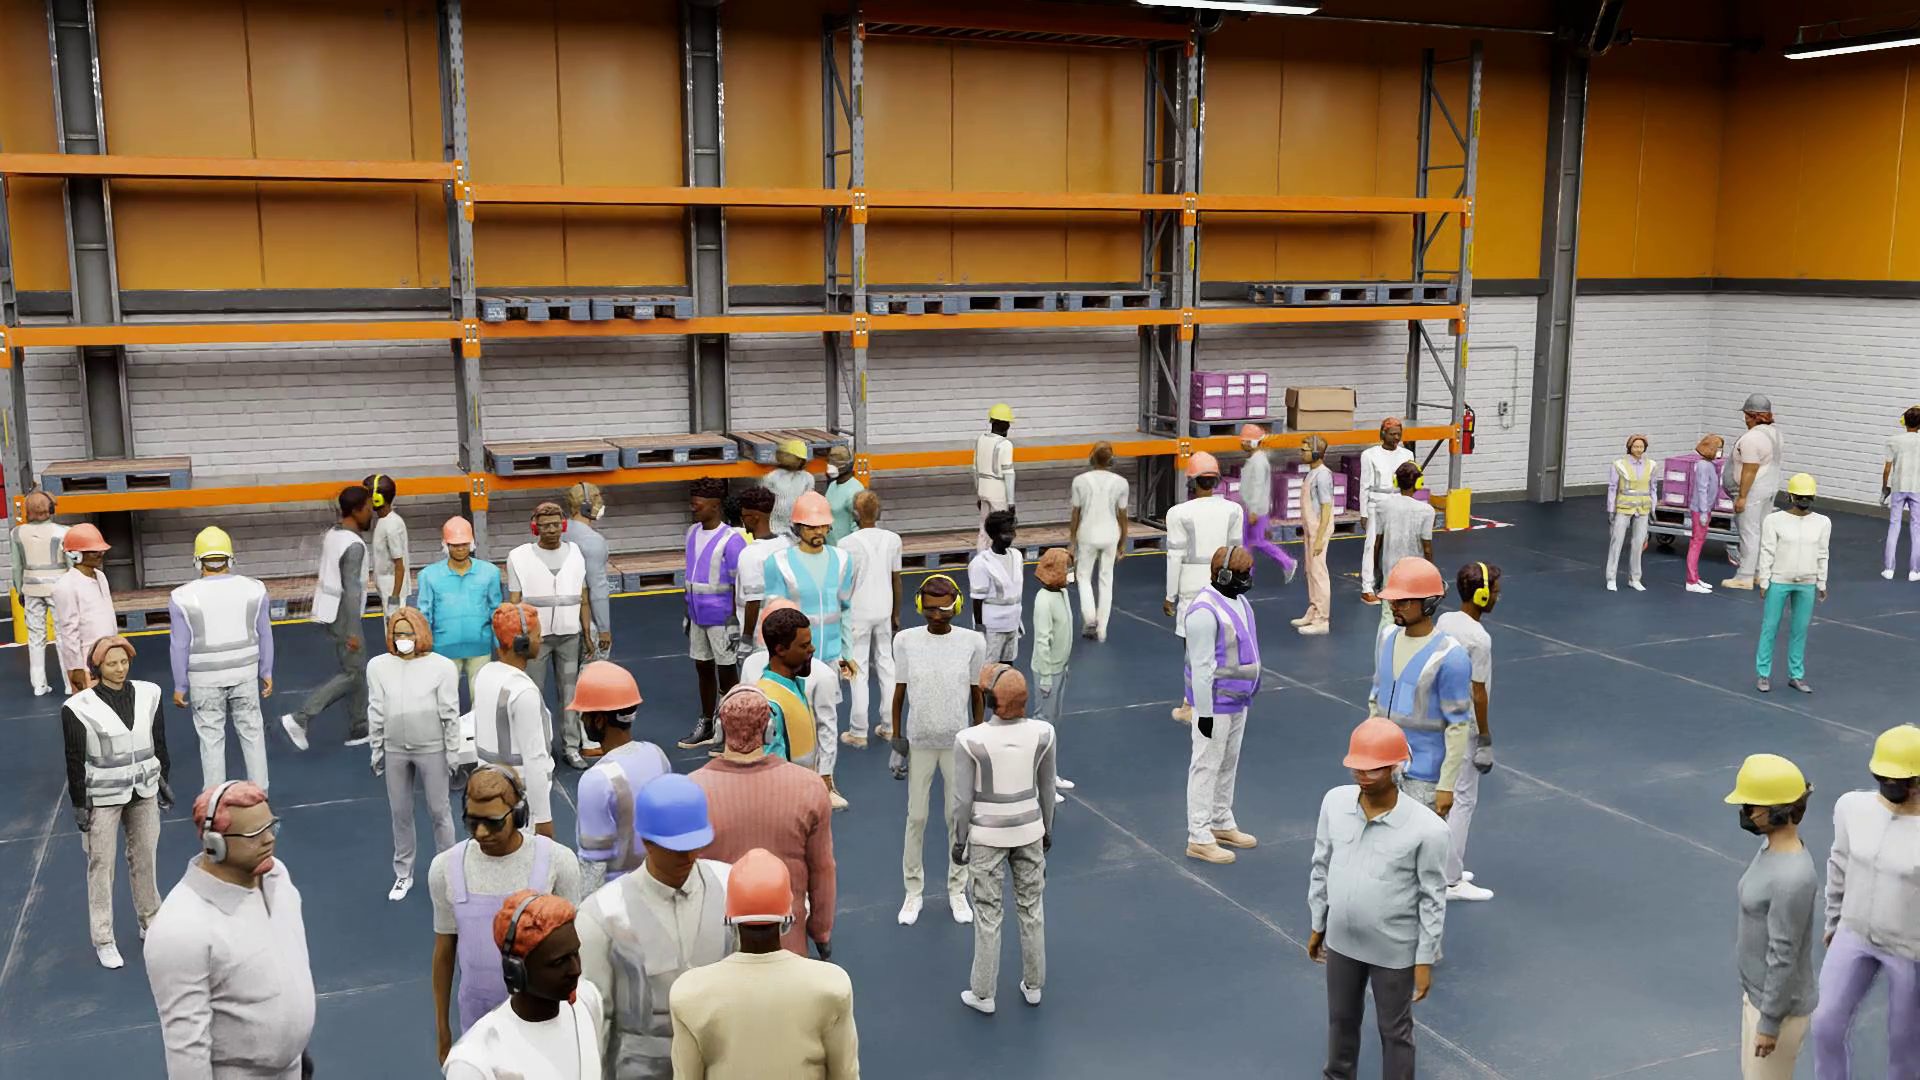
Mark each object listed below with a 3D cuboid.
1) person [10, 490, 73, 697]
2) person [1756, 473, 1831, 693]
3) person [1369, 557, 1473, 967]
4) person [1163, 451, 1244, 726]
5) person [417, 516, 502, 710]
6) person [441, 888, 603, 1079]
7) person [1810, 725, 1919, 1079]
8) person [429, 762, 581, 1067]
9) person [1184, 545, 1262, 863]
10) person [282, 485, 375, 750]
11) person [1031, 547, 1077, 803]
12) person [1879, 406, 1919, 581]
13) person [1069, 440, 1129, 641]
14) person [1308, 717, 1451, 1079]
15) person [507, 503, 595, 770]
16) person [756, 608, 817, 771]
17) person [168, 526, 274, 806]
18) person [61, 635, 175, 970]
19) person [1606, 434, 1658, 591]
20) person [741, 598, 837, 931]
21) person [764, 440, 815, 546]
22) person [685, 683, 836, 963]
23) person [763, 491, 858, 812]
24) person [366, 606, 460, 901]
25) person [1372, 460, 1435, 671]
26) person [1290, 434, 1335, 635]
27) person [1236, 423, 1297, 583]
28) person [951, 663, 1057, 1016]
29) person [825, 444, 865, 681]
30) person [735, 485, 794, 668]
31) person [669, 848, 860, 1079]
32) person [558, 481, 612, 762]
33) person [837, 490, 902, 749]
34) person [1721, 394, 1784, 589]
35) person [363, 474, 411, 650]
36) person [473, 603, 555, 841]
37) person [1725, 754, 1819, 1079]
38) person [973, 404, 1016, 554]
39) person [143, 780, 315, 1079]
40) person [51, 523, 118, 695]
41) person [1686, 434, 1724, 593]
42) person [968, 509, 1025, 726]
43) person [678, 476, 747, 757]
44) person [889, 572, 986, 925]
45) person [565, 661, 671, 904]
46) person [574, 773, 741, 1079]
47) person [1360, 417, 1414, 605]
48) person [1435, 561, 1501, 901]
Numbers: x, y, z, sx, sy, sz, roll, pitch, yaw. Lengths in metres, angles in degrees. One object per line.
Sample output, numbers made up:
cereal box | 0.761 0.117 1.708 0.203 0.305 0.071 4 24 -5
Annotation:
person | -7.179 0.426 13.100 0.517 1.643 0.314 0 10 -1
person | 6.627 0.343 13.229 0.523 1.769 0.313 1 10 6
person | 2.187 1.089 8.129 0.372 2.042 0.615 -5 11 -26
person | 1.787 0.360 12.331 0.609 2.043 0.397 -3 10 -15
person | -3.336 0.706 11.162 0.573 1.753 0.334 -4 11 -23
person | -1.091 1.824 4.361 0.359 1.883 0.573 4 11 21
person | 3.457 1.551 6.274 0.650 1.744 0.539 -7 12 -35
person | -1.521 1.628 5.633 0.518 1.836 0.347 0 10 -2
person | 1.524 0.935 9.634 0.429 1.837 0.624 6 12 31
person | -4.382 0.564 11.617 0.696 1.890 0.606 -6 12 -32
person | 0.598 0.849 10.692 0.269 1.632 0.504 3 10 18
person | 10.134 -0.495 17.788 0.518 1.862 0.326 6 12 32
person | 1.247 0.007 14.988 0.539 1.823 0.410 0 10 1
person | 1.579 1.531 6.411 0.561 1.753 0.327 9 13 42
person | -2.752 0.654 11.202 0.563 1.847 0.388 -6 11 -29
person | -0.806 1.247 7.581 0.392 1.920 0.592 0 10 -1
person | -4.545 0.826 10.252 0.602 1.830 0.404 -8 13 -38
person | -4.153 1.272 8.237 0.309 1.641 0.514 6 12 32
person | 6.941 -0.281 17.191 0.523 1.638 0.311 0 10 -2
person | -0.911 1.153 8.596 0.560 1.751 0.335 4 11 22
person | -1.645 -0.113 16.028 0.512 1.697 0.728 -5 11 -25
person | -0.798 1.477 6.289 0.655 1.906 0.407 -2 10 -14
person | -0.913 0.707 10.326 0.605 2.045 0.378 -6 12 -31
person | -2.940 1.151 8.987 0.493 1.625 0.280 1 10 3
person | 3.524 0.296 13.233 0.510 1.862 0.327 7 12 36
person | 3.259 -0.052 15.272 0.332 1.844 0.508 0 10 1
person | 3.143 -0.358 17.367 0.695 1.729 0.571 -1 10 -7
person | 0.206 1.372 7.651 0.517 1.645 0.308 -4 11 -20
person | -0.958 0.178 13.677 0.363 1.939 0.636 -5 11 -25
person | -1.316 0.608 11.126 0.361 1.963 0.616 4 11 21
person | -0.577 1.775 5.002 0.562 1.756 0.318 -1 10 -6
person | -2.593 0.556 11.500 0.354 1.938 0.636 -8 13 -39
person | -0.651 0.559 11.771 0.520 1.838 0.331 -6 12 -31
person | 8.237 -0.514 17.372 0.676 2.000 0.536 -8 13 -40
person | -4.261 0.434 12.419 0.311 1.865 0.532 -4 11 -23
person | -2.078 1.222 7.823 0.337 1.883 0.583 -8 13 -38
person | 2.855 1.619 5.914 0.342 1.754 0.535 4 10 20
person | 0.383 -0.470 17.479 0.403 1.919 0.627 -7 12 -36
person | -2.204 1.669 5.183 0.399 1.909 0.642 1 10 5
person | -5.665 0.757 10.874 0.326 1.752 0.561 -1 10 -4
person | 7.694 -0.280 17.196 0.279 1.633 0.497 5 11 27
person | 0.273 0.618 11.843 0.317 1.695 0.540 8 13 39
person | -1.731 0.524 11.610 0.608 1.965 0.365 9 13 41
person | -0.115 1.084 8.679 0.513 1.865 0.328 0 10 -3
person | -1.352 1.426 6.540 0.379 1.930 0.537 3 10 17
person | -0.897 1.653 5.197 0.611 1.937 0.421 -7 12 -35
person | 4.236 -0.285 16.545 0.569 1.878 0.351 -2 10 -10
person | 2.733 1.031 9.015 0.341 1.857 0.521 -2 10 -10
